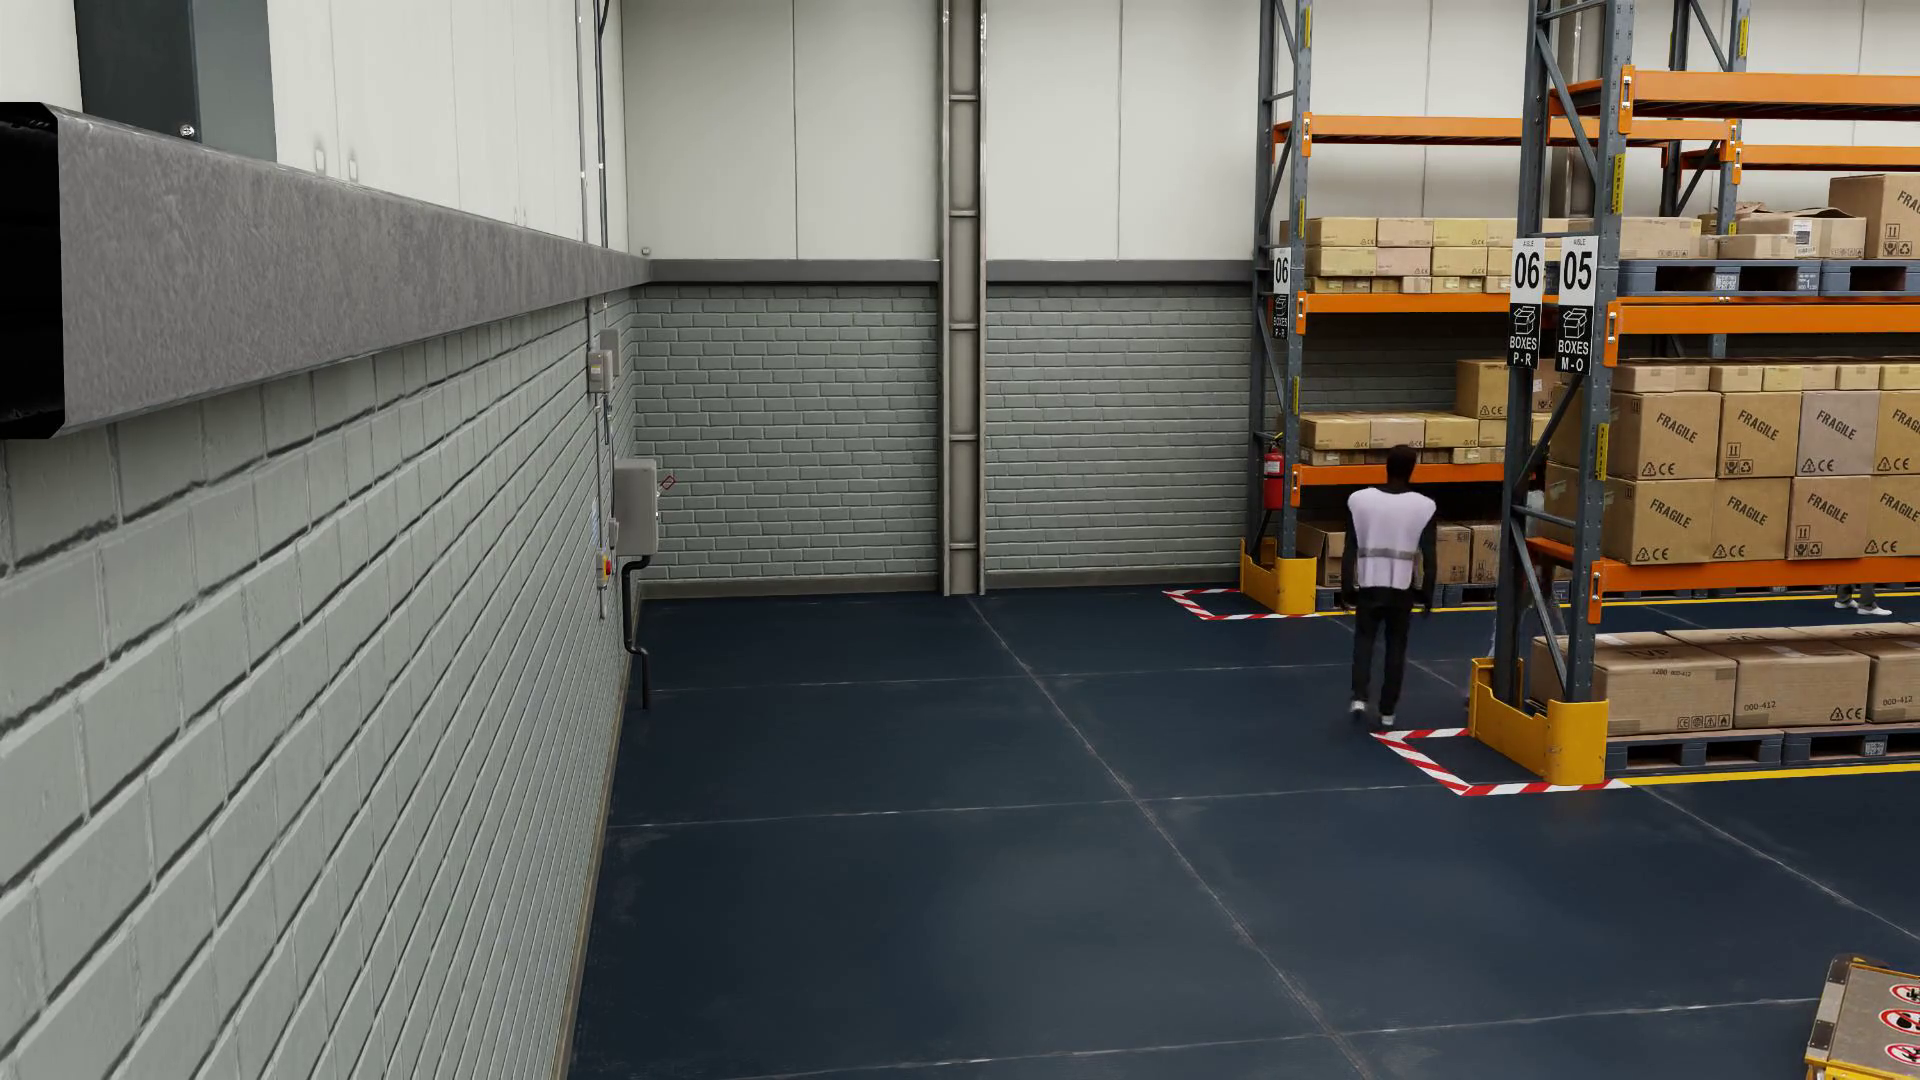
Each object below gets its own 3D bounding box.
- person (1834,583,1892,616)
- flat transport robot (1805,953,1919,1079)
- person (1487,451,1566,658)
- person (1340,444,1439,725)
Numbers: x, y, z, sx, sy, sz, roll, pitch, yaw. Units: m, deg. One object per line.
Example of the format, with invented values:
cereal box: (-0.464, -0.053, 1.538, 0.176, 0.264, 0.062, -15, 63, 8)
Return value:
person: (8.064, -0.287, 14.669, 0.404, 1.918, 0.580, -2, 9, -12)
flat transport robot: (3.532, 1.910, 6.162, 0.652, 0.197, 1.431, 6, 11, 32)
person: (3.963, 0.285, 11.439, 0.979, 1.823, 0.541, -3, 10, -16)
person: (2.847, 0.307, 11.045, 0.615, 1.896, 0.459, 4, 10, 22)
